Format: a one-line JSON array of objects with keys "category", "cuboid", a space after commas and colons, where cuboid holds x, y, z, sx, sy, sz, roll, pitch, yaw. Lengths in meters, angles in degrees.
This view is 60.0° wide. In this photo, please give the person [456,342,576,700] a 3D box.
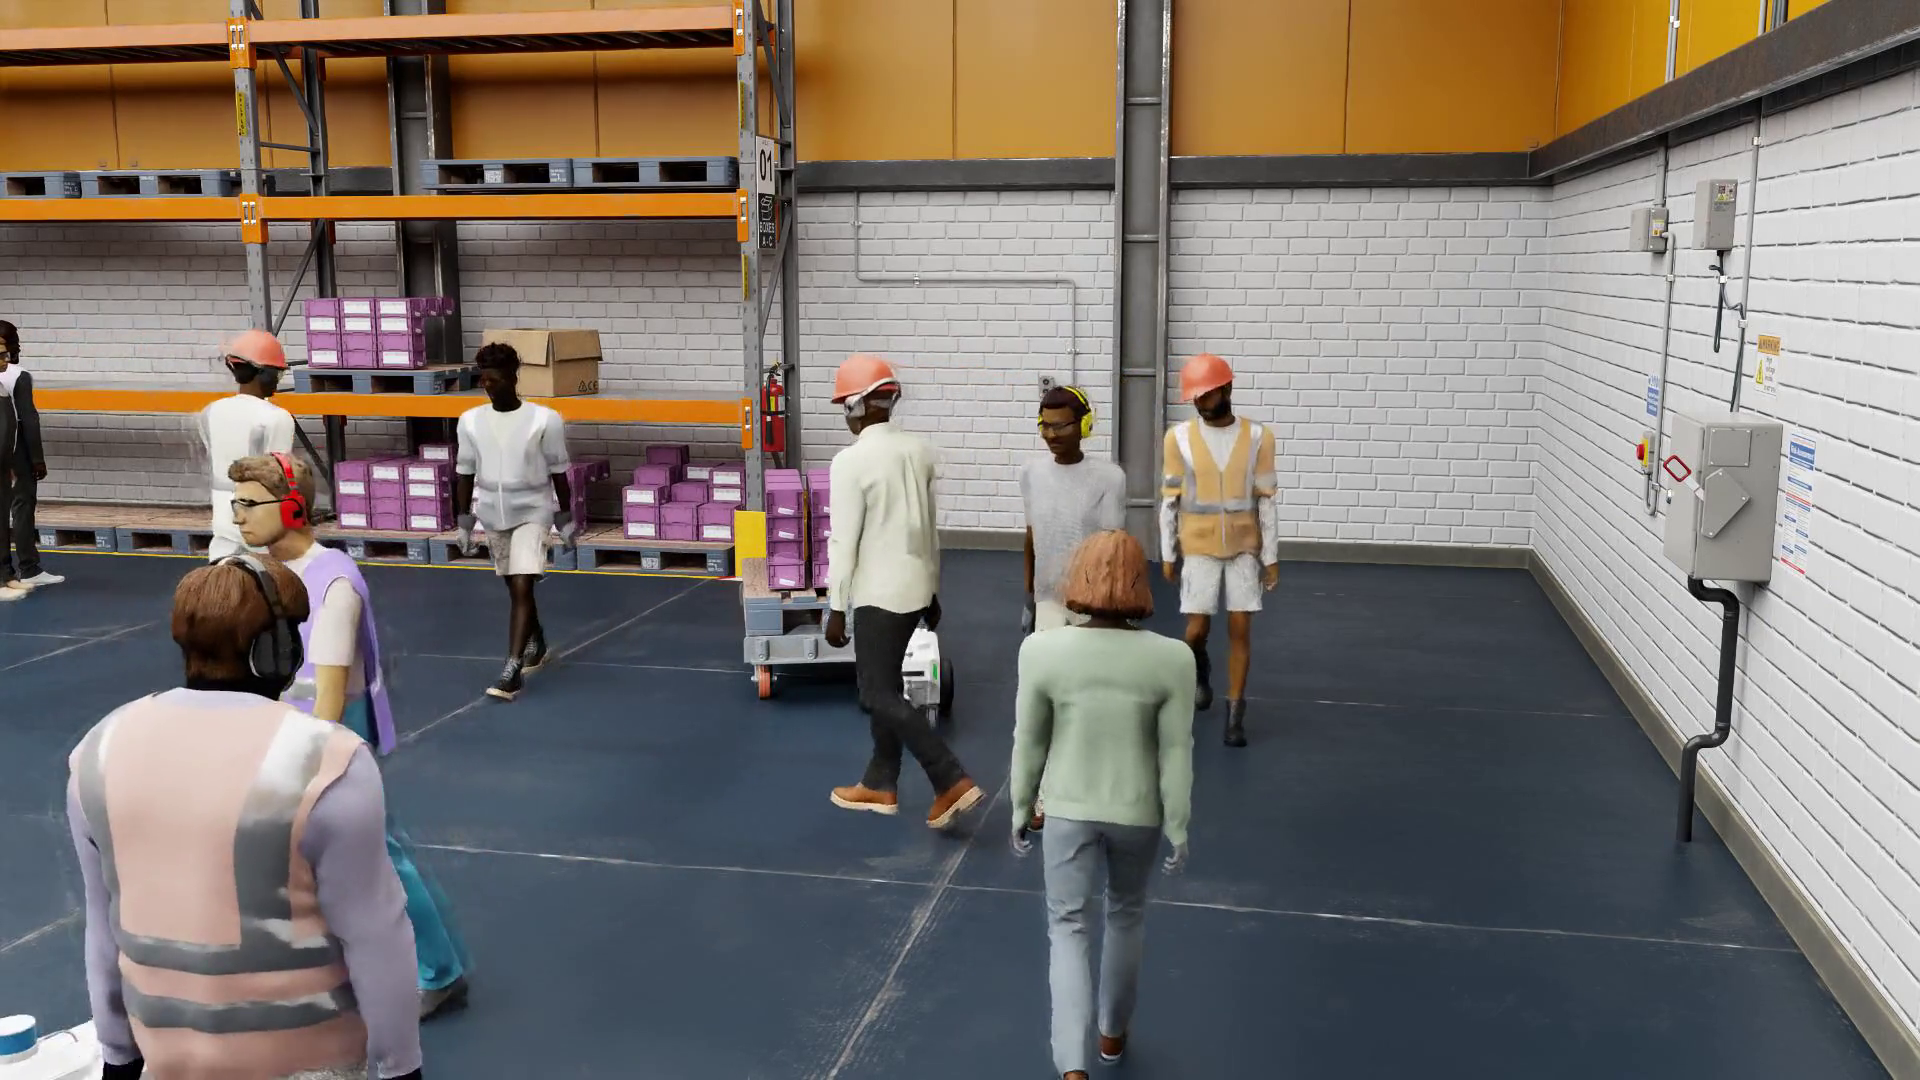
[{"category": "person", "cuboid": [-2.457, -0.133, 9.136, 0.609, 1.903, 1.038, 1, 10, 9]}]

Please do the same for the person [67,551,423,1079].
[{"category": "person", "cuboid": [-1.321, 0.924, 3.063, 0.640, 1.809, 0.925, 3, 10, 17]}]

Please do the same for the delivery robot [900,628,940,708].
[{"category": "delivery robot", "cuboid": [-0.276, 0.618, 8.368, 0.477, 0.478, 0.707, 0, 9, -2]}]

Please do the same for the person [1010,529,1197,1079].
[{"category": "person", "cuboid": [0.387, 0.770, 4.576, 0.507, 1.602, 0.769, 1, 9, 5]}]

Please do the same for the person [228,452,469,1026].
[{"category": "person", "cuboid": [-1.899, 0.635, 4.817, 0.568, 1.797, 0.974, 7, 12, 37]}]

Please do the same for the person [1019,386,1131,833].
[{"category": "person", "cuboid": [0.507, 0.248, 7.069, 0.535, 1.832, 0.931, 4, 10, 24]}]

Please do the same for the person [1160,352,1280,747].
[{"category": "person", "cuboid": [1.272, 0.027, 8.156, 0.573, 1.905, 0.588, 1, 9, 5]}]

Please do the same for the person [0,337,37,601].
[{"category": "person", "cuboid": [-6.691, -0.506, 11.545, 0.351, 1.847, 0.507, -2, 10, -14]}]

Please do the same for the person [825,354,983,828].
[{"category": "person", "cuboid": [-0.225, 0.226, 6.796, 0.717, 1.962, 0.633, 5, 11, 28]}]

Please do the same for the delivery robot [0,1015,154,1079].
[{"category": "delivery robot", "cuboid": [-2.202, 1.360, 3.900, 0.477, 0.478, 0.707, 5, 11, 28]}]

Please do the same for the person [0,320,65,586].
[{"category": "person", "cuboid": [-6.844, -0.611, 11.962, 0.587, 1.918, 0.391, 3, 10, 19]}]

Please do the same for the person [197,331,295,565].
[{"category": "person", "cuboid": [-3.591, -0.082, 8.591, 0.621, 1.969, 1.097, 4, 10, 21]}]
